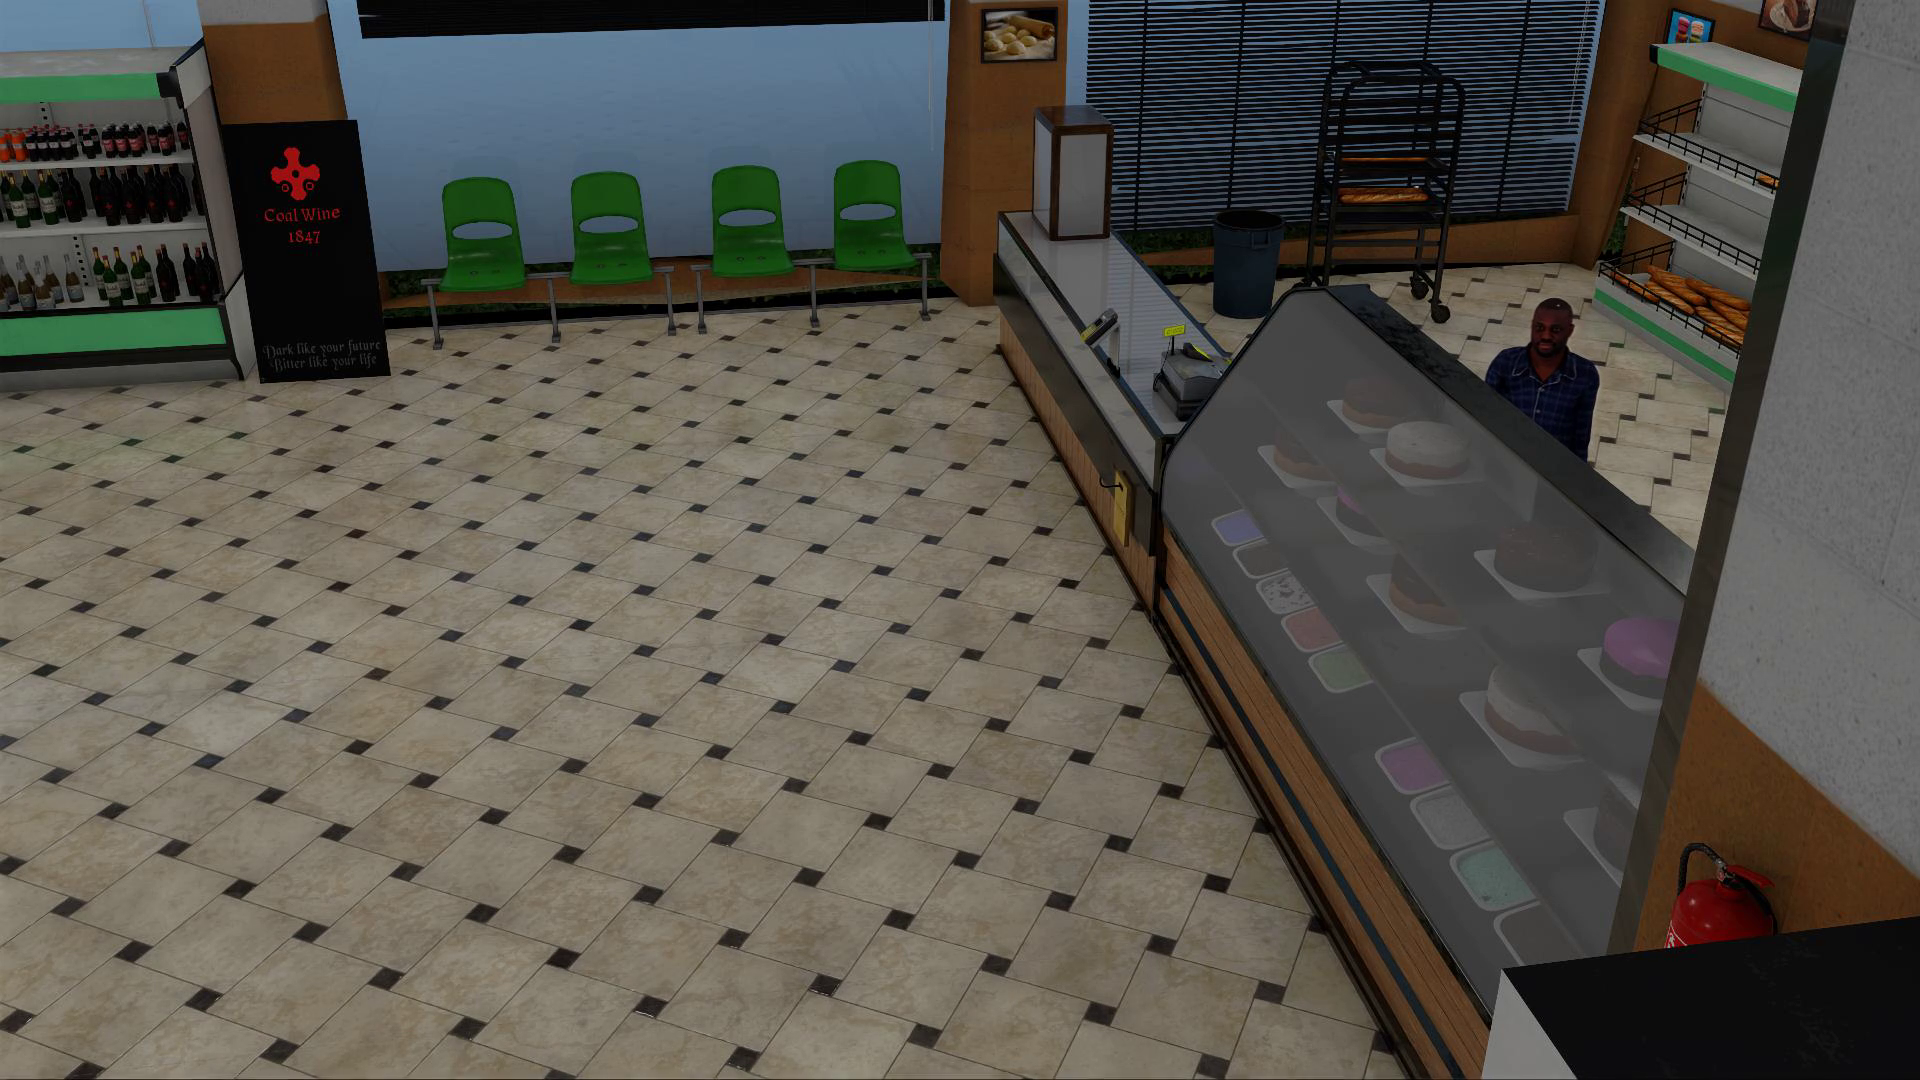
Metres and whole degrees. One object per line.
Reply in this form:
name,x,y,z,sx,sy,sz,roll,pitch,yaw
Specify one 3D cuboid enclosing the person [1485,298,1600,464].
person,2.577,-0.235,7.591,0.724,1.825,0.832,9,28,18
